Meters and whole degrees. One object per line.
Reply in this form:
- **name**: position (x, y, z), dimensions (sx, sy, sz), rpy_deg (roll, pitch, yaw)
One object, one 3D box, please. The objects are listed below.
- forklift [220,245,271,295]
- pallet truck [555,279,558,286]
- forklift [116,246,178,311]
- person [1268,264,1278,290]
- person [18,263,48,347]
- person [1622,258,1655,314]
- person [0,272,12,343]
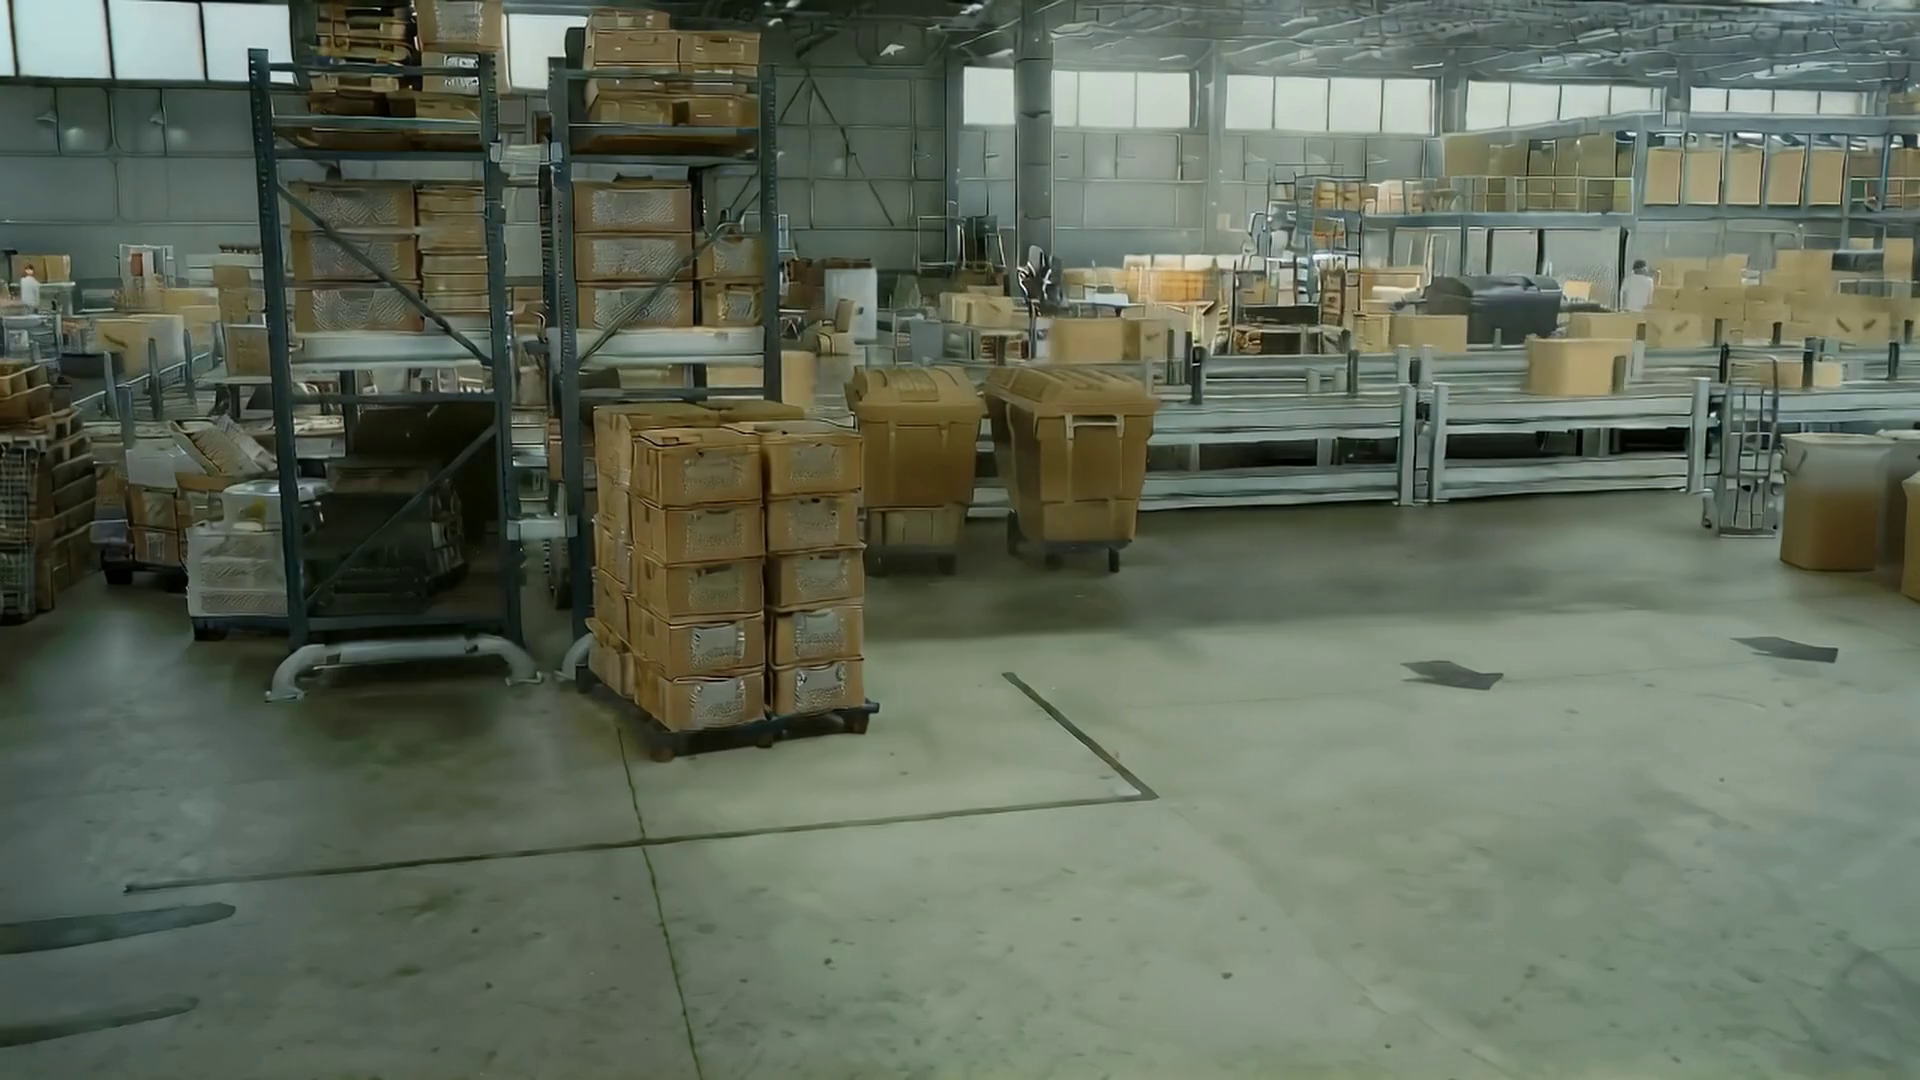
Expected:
- **forklift**: position (-17.749, -6.334, 41.440), dimensions (1.157, 1.987, 2.680), rpy_deg (-3, 10, -17)
- **pallet truck**: position (-10.604, -6.375, 44.520), dimensions (0.653, 1.274, 1.630), rpy_deg (-3, 10, -15)
- **forklift**: position (-19.966, -6.232, 40.894), dimensions (1.157, 1.987, 2.680), rpy_deg (-3, 10, -15)
- **person**: position (9.108, -7.299, 48.508), dimensions (0.308, 1.743, 0.493), rpy_deg (4, 11, 22)
- **person**: position (-19.667, -4.965, 35.231), dimensions (0.530, 1.766, 0.334), rpy_deg (3, 10, 17)
- **person**: position (12.851, -4.373, 31.486), dimensions (0.577, 1.907, 0.644), rpy_deg (2, 10, 12)
- **person**: position (-21.240, -5.249, 36.623), dimensions (0.563, 1.839, 0.394), rpy_deg (-6, 12, -32)
